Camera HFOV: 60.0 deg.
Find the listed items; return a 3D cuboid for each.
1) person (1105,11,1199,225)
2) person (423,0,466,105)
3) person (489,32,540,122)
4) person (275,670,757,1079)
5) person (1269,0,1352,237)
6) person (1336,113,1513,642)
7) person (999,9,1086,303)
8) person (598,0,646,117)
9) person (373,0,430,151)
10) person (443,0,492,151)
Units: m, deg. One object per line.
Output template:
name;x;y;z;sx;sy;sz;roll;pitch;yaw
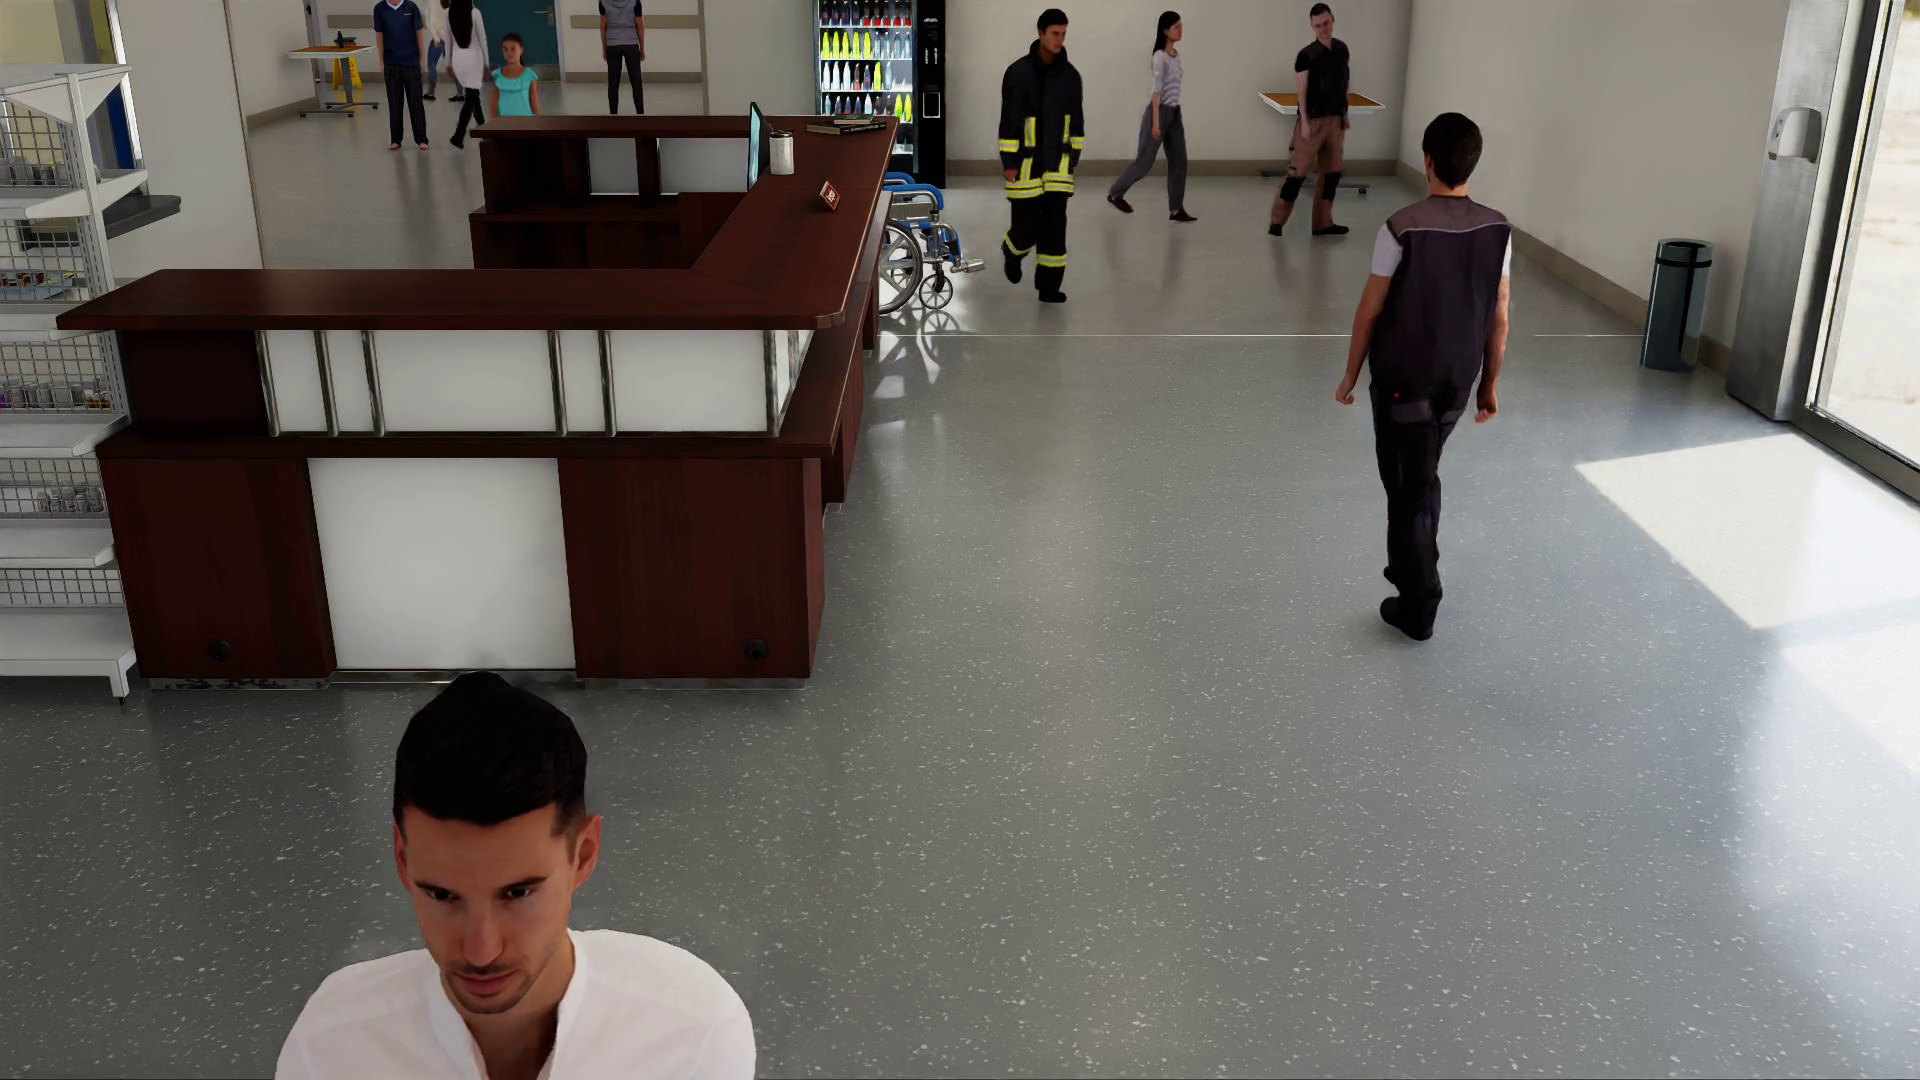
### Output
person;1.581;-3.462;13.758;1.183;1.696;1.004;12;24;29
person;-6.892;-6.721;22.400;0.926;1.672;0.759;4;21;11
person;-3.692;-3.450;13.969;0.918;1.525;0.681;2;21;6
person;-0.446;0.960;1.920;1.161;1.813;0.682;1;21;1
person;2.896;-3.334;13.256;0.992;1.813;0.865;19;28;40
person;1.666;-0.520;5.803;0.824;1.830;0.828;-6;22;-15
person;0.486;-2.520;10.990;0.976;1.897;0.993;-7;22;-18
person;-4.081;-5.940;20.125;0.499;1.822;0.747;-1;21;-4
person;-6.097;-5.222;18.159;0.560;1.871;0.768;-5;21;-12
person;-5.328;-5.044;17.847;1.150;1.760;0.852;5;21;13
